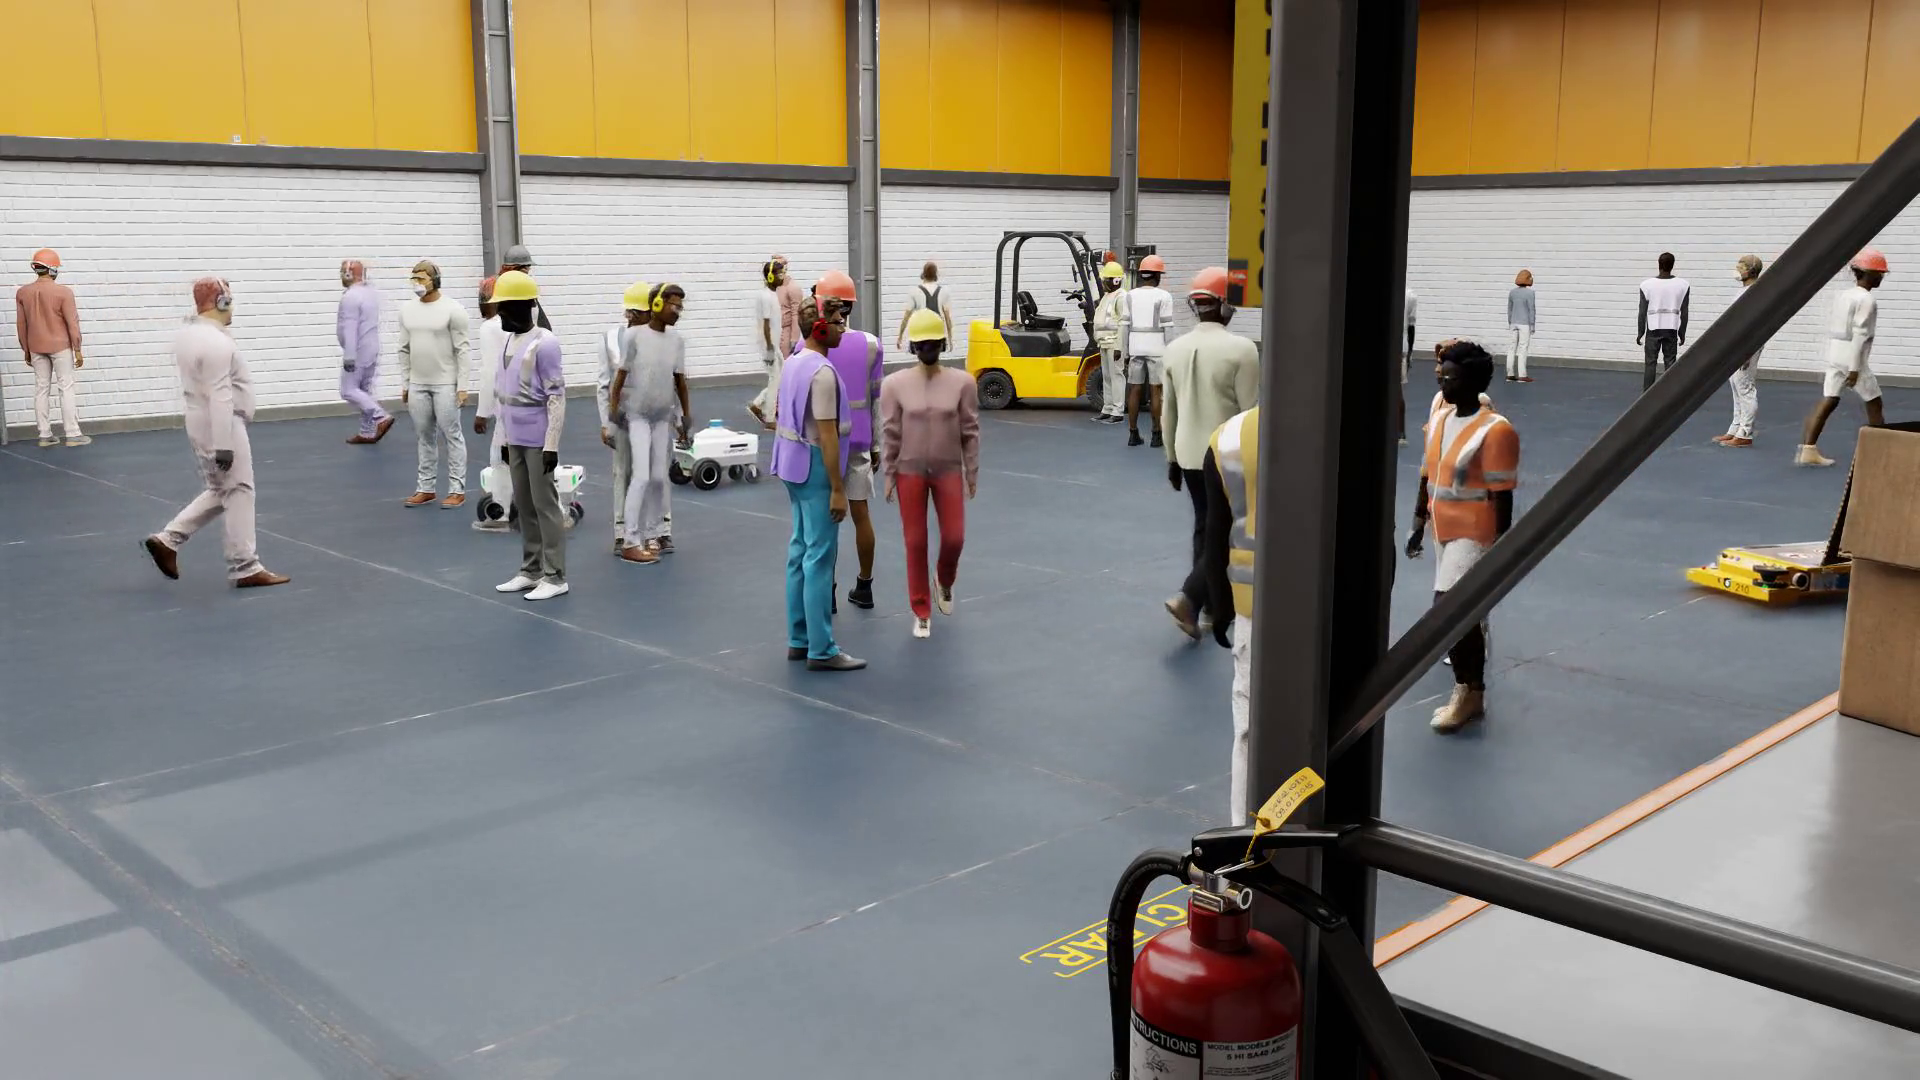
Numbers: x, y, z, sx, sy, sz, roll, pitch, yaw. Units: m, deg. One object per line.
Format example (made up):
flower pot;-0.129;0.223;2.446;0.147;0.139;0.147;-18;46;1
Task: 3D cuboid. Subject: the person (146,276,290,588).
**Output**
person;-4.535;-0.636;10.025;0.659;1.891;0.672;-8;13;-38

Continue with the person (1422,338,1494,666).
person;2.492;-0.195;8.338;0.317;1.630;0.510;-2;11;-12

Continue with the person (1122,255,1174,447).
person;1.913;-1.907;16.829;0.551;1.933;0.376;6;12;30

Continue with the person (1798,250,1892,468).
person;8.233;-1.623;15.144;1.042;1.981;0.632;1;10;5

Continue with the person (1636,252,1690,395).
person;8.676;-2.583;20.559;0.592;1.922;0.392;2;11;10

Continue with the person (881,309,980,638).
person;-0.157;-0.358;8.895;0.532;1.756;0.481;-1;10;-4

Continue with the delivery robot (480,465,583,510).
delivery robot;-3.154;-0.428;12.279;0.707;0.478;0.477;-1;10;-5

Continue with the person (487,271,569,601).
person;-2.545;-0.607;9.766;0.379;1.924;0.594;-9;14;-42

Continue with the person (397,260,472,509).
person;-4.106;-1.209;13.012;0.629;1.940;0.378;3;11;18

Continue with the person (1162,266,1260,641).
person;1.321;-0.449;8.771;0.743;1.974;0.643;-9;13;-39

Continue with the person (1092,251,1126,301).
person;2.289;-3.494;25.626;0.583;1.882;0.338;-4;11;-20

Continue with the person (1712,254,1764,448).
person;7.901;-1.898;16.776;0.372;1.940;0.631;2;11;13

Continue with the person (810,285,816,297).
person;-1.241;-1.556;15.581;0.322;1.691;0.545;-2;11;-12

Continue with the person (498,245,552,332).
person;-4.221;-1.832;16.135;0.538;2.000;0.681;-6;12;-31

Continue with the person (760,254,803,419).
person;-2.126;-2.370;19.420;0.651;1.913;0.410;9;14;42

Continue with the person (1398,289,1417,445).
person;4.305;-1.906;16.815;0.614;1.946;0.442;-2;11;-9

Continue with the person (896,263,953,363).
person;-0.445;-2.481;20.353;0.648;1.781;0.967;-3;11;-15

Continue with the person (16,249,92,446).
person;-9.199;-1.944;16.869;0.623;1.992;0.397;0;10;3

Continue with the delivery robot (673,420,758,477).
delivery robot;-2.083;-0.784;14.219;0.707;0.478;0.477;-9;14;-40

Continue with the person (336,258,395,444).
person;-6.073;-1.902;16.905;0.492;1.895;0.664;0;10;1

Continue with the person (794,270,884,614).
person;-0.696;-0.550;9.427;0.551;1.937;0.357;-6;12;-30

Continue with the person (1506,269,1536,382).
person;8.203;-3.124;24.283;0.278;1.636;0.505;-5;12;-26

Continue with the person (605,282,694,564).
person;-2.022;-0.769;10.960;0.423;1.828;0.621;9;14;42

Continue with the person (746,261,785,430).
person;-2.063;-2.116;18.209;0.444;1.845;0.552;0;10;1

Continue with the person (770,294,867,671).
person;-0.722;-0.280;8.197;0.392;1.847;0.563;-4;11;-23

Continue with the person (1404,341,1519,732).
person;2.135;-0.010;7.180;0.503;1.681;0.536;-2;11;-13

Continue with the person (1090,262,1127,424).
person;1.711;-2.230;18.864;0.404;1.835;0.590;-3;11;-16

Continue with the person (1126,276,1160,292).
person;2.722;-3.265;24.540;0.447;1.826;0.658;-7;13;-35

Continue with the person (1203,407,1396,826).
person;1.108;0.232;5.424;0.619;1.845;0.430;6;12;29

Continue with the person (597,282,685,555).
person;-2.124;-0.807;11.135;0.587;1.825;0.404;-3;11;-14

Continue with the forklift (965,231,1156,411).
forklift;1.222;-2.721;20.561;2.313;2.155;1.214;2;11;13

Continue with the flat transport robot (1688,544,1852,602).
flat transport robot;5.212;0.173;10.031;1.431;0.197;0.652;-3;11;-17

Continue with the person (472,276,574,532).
person;-3.148;-0.929;11.776;0.792;1.878;0.597;0;10;2
